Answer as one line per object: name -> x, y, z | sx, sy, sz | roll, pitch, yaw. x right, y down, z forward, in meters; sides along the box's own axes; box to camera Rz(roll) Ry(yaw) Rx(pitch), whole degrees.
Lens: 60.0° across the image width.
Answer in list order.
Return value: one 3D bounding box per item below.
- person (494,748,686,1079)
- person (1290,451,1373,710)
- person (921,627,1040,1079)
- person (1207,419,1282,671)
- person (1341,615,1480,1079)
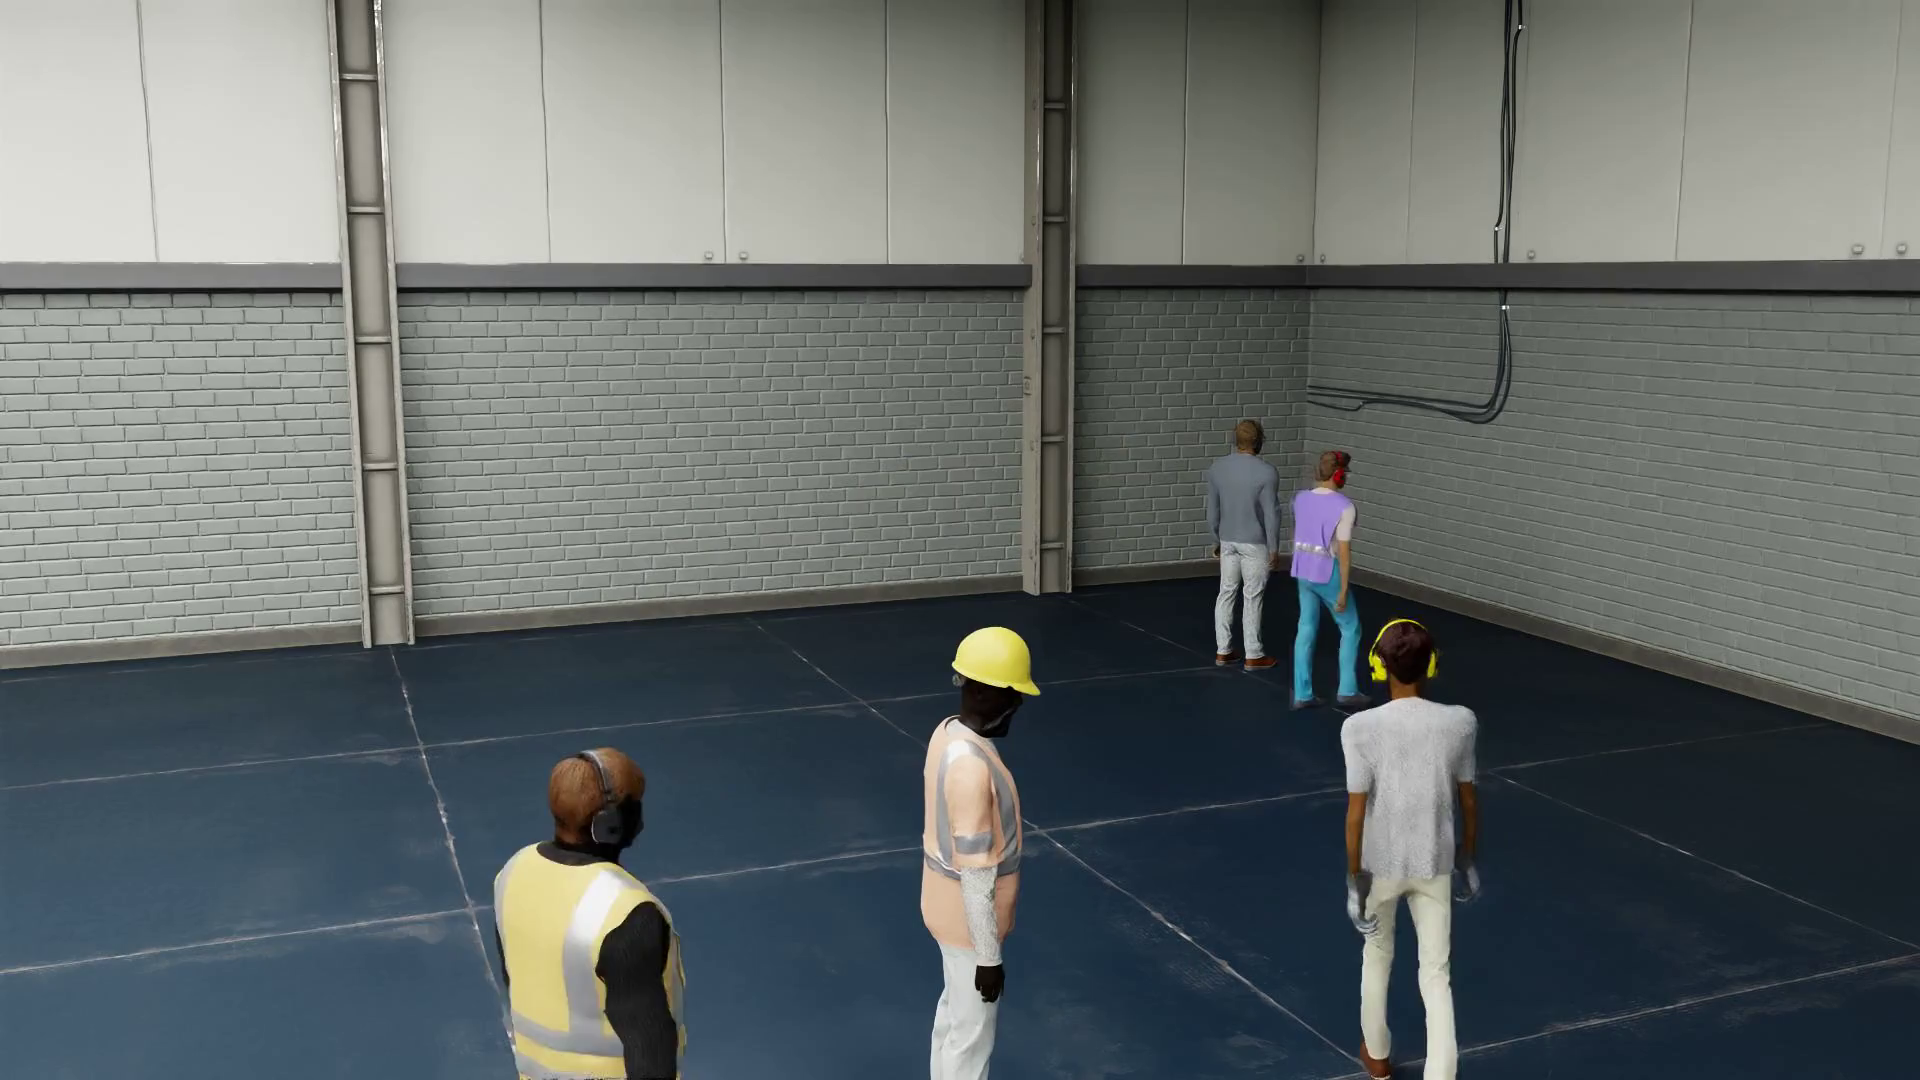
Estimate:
person -> -0.924, 1.442, 4.316 | 0.643, 1.842, 0.429 | 8, 12, 42
person -> 2.619, 0.282, 11.646 | 0.708, 1.822, 0.568 | -6, 11, -35
person -> 0.065, 1.225, 5.410 | 0.381, 1.917, 0.586 | -1, 9, -7
person -> 2.196, 0.034, 12.824 | 0.638, 1.938, 0.357 | 9, 13, 44
person -> 1.616, 1.193, 5.930 | 0.533, 1.830, 0.935 | 1, 9, 6
